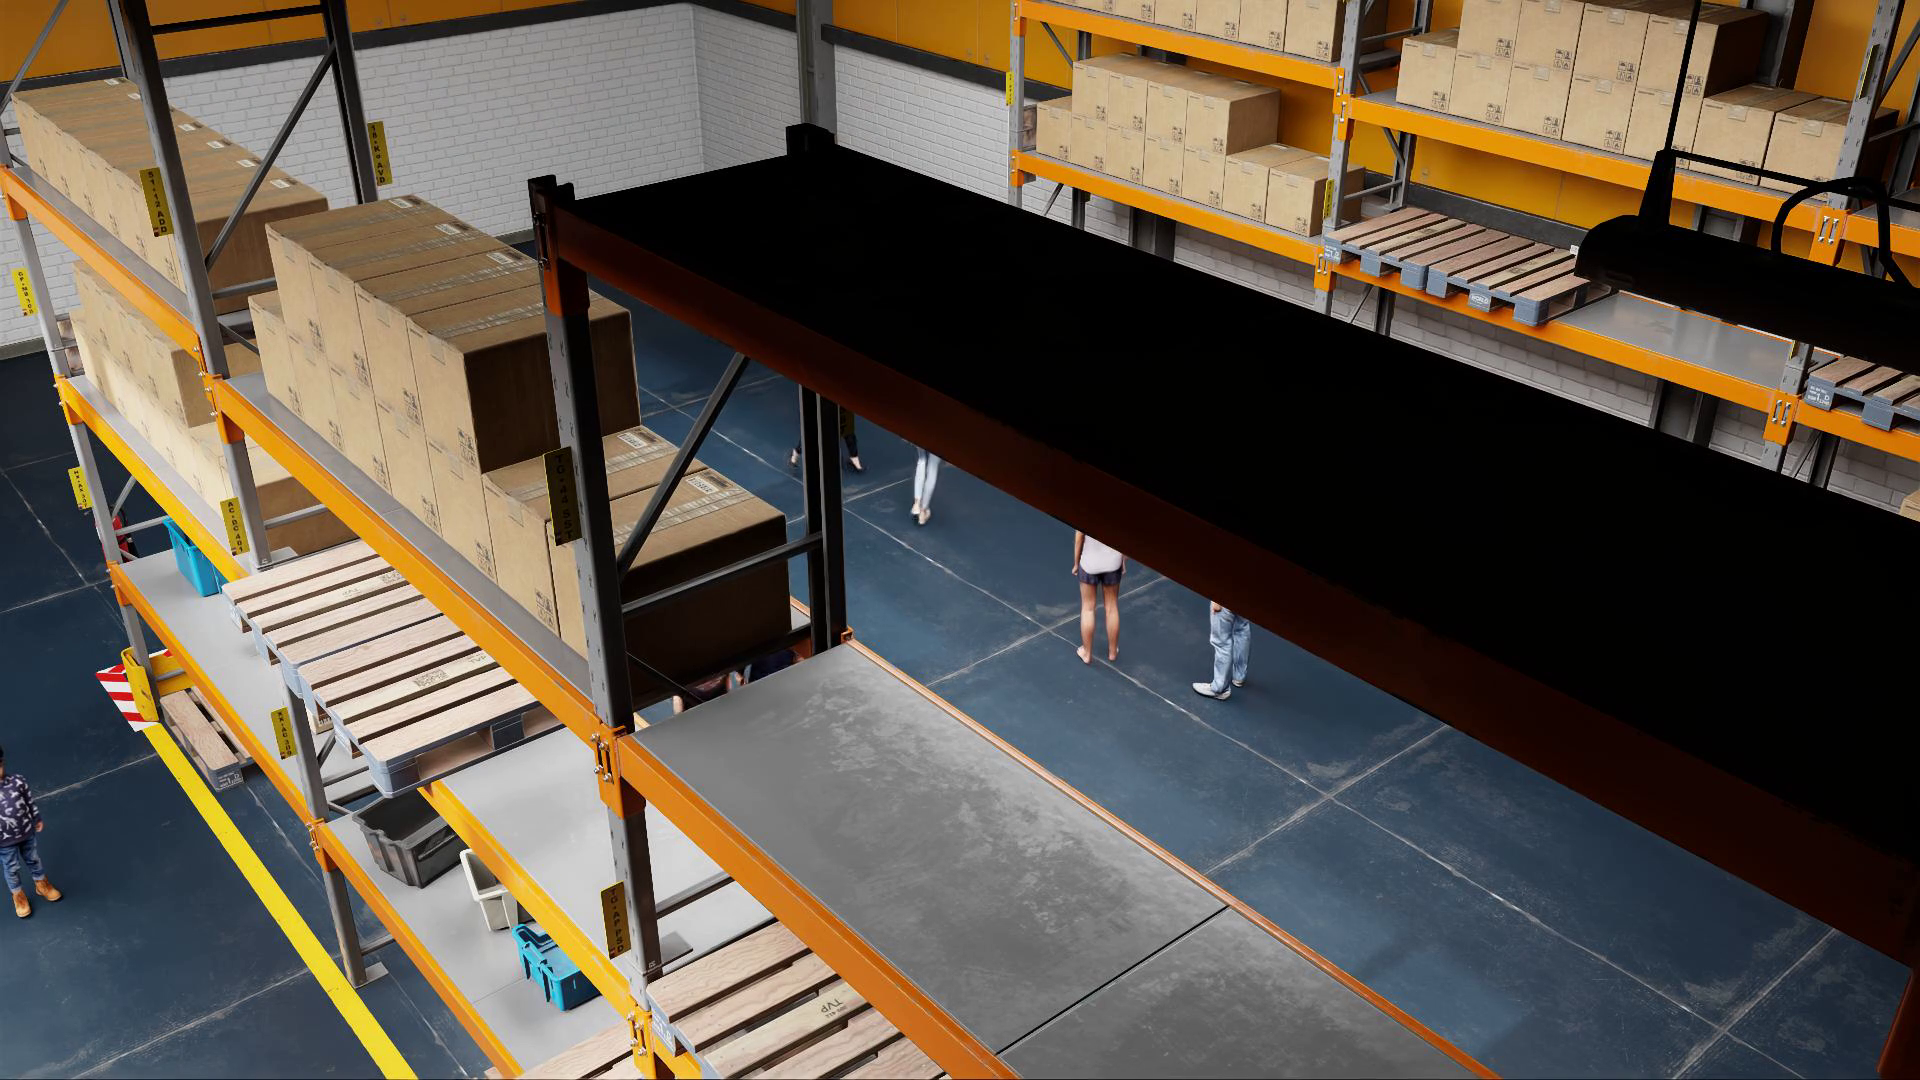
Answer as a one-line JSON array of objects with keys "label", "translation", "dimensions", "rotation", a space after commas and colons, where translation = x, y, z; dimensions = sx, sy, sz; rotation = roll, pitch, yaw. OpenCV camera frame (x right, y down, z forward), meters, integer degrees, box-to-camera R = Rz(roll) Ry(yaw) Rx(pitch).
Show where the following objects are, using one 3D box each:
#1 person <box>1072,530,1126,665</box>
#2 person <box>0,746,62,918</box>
[{"label": "person", "translation": [1.120, 0.200, 13.257], "dimensions": [0.681, 1.732, 0.714], "rotation": [-2, 29, -4]}, {"label": "person", "translation": [-6.130, 1.846, 10.743], "dimensions": [0.538, 1.250, 0.537], "rotation": [21, 35, 33]}]
